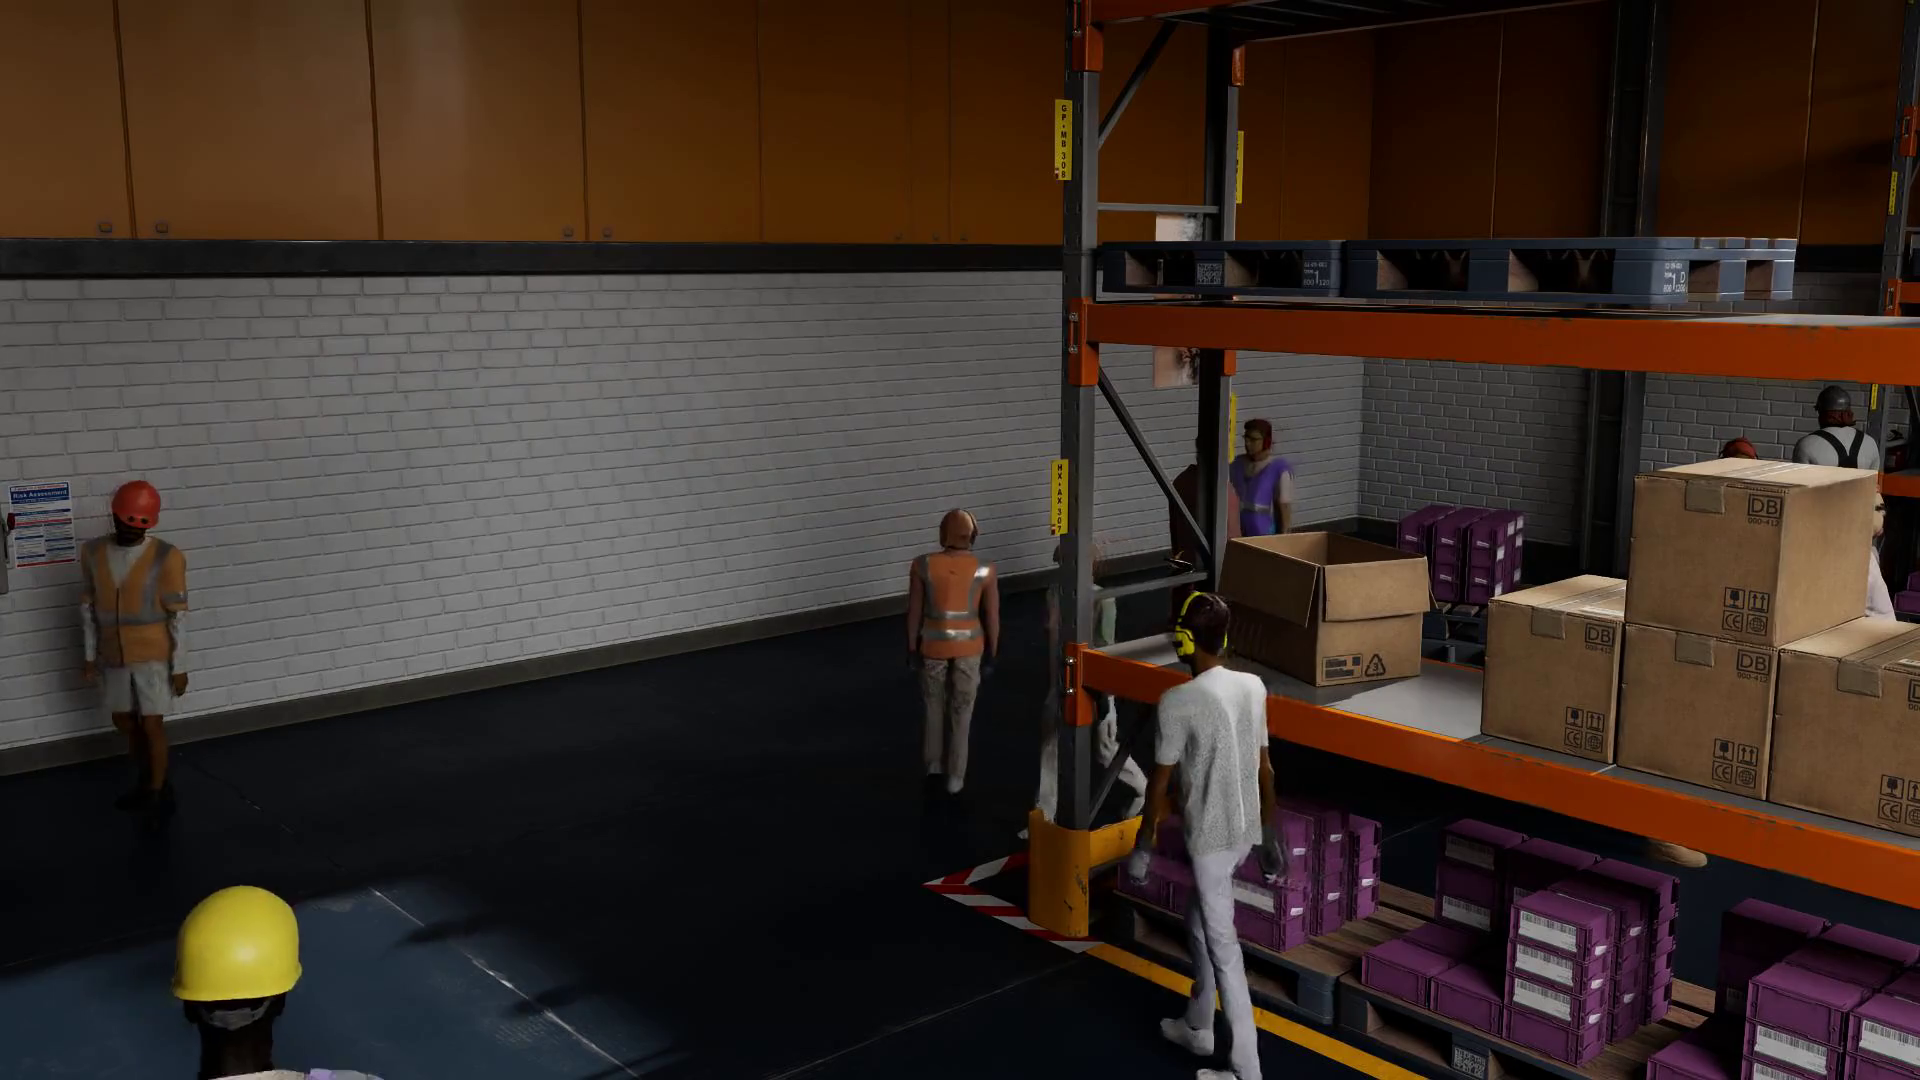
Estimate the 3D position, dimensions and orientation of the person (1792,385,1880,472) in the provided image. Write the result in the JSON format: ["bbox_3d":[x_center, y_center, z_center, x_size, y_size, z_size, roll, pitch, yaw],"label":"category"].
[{"bbox_3d":[6.739,-0.195,13.022,0.684,2.000,0.538,-2,10,-10],"label":"person"}]

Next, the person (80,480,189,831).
[{"bbox_3d":[-4.358,0.595,8.865,0.634,1.888,0.638,1,10,6],"label":"person"}]

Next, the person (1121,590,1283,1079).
[{"bbox_3d":[0.874,1.096,6.084,0.510,1.830,0.777,-9,13,-42],"label":"person"}]

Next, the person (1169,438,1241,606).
[{"bbox_3d":[1.661,0.211,11.038,0.409,1.905,0.651,-5,11,-27],"label":"person"}]

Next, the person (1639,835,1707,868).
[{"bbox_3d":[3.650,0.698,8.377,0.429,1.841,0.634,4,10,21],"label":"person"}]

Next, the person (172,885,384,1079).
[{"bbox_3d":[-1.283,1.578,3.033,0.597,1.905,0.642,-4,11,-25],"label":"person"}]

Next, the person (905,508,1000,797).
[{"bbox_3d":[-0.033,0.624,9.433,0.531,1.619,0.497,1,10,6],"label":"person"}]

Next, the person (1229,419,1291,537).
[{"bbox_3d":[2.251,-0.010,12.537,0.602,1.833,0.579,-7,12,-35],"label":"person"}]

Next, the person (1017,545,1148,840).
[{"bbox_3d":[0.700,0.758,8.739,0.779,1.602,0.510,-9,13,-42],"label":"person"}]

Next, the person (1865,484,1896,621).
[{"bbox_3d":[4.507,0.650,8.449,0.409,1.913,0.651,4,10,21],"label":"person"}]

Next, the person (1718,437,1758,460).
[{"bbox_3d":[4.923,0.280,10.693,0.573,1.887,0.355,2,10,11],"label":"person"}]
